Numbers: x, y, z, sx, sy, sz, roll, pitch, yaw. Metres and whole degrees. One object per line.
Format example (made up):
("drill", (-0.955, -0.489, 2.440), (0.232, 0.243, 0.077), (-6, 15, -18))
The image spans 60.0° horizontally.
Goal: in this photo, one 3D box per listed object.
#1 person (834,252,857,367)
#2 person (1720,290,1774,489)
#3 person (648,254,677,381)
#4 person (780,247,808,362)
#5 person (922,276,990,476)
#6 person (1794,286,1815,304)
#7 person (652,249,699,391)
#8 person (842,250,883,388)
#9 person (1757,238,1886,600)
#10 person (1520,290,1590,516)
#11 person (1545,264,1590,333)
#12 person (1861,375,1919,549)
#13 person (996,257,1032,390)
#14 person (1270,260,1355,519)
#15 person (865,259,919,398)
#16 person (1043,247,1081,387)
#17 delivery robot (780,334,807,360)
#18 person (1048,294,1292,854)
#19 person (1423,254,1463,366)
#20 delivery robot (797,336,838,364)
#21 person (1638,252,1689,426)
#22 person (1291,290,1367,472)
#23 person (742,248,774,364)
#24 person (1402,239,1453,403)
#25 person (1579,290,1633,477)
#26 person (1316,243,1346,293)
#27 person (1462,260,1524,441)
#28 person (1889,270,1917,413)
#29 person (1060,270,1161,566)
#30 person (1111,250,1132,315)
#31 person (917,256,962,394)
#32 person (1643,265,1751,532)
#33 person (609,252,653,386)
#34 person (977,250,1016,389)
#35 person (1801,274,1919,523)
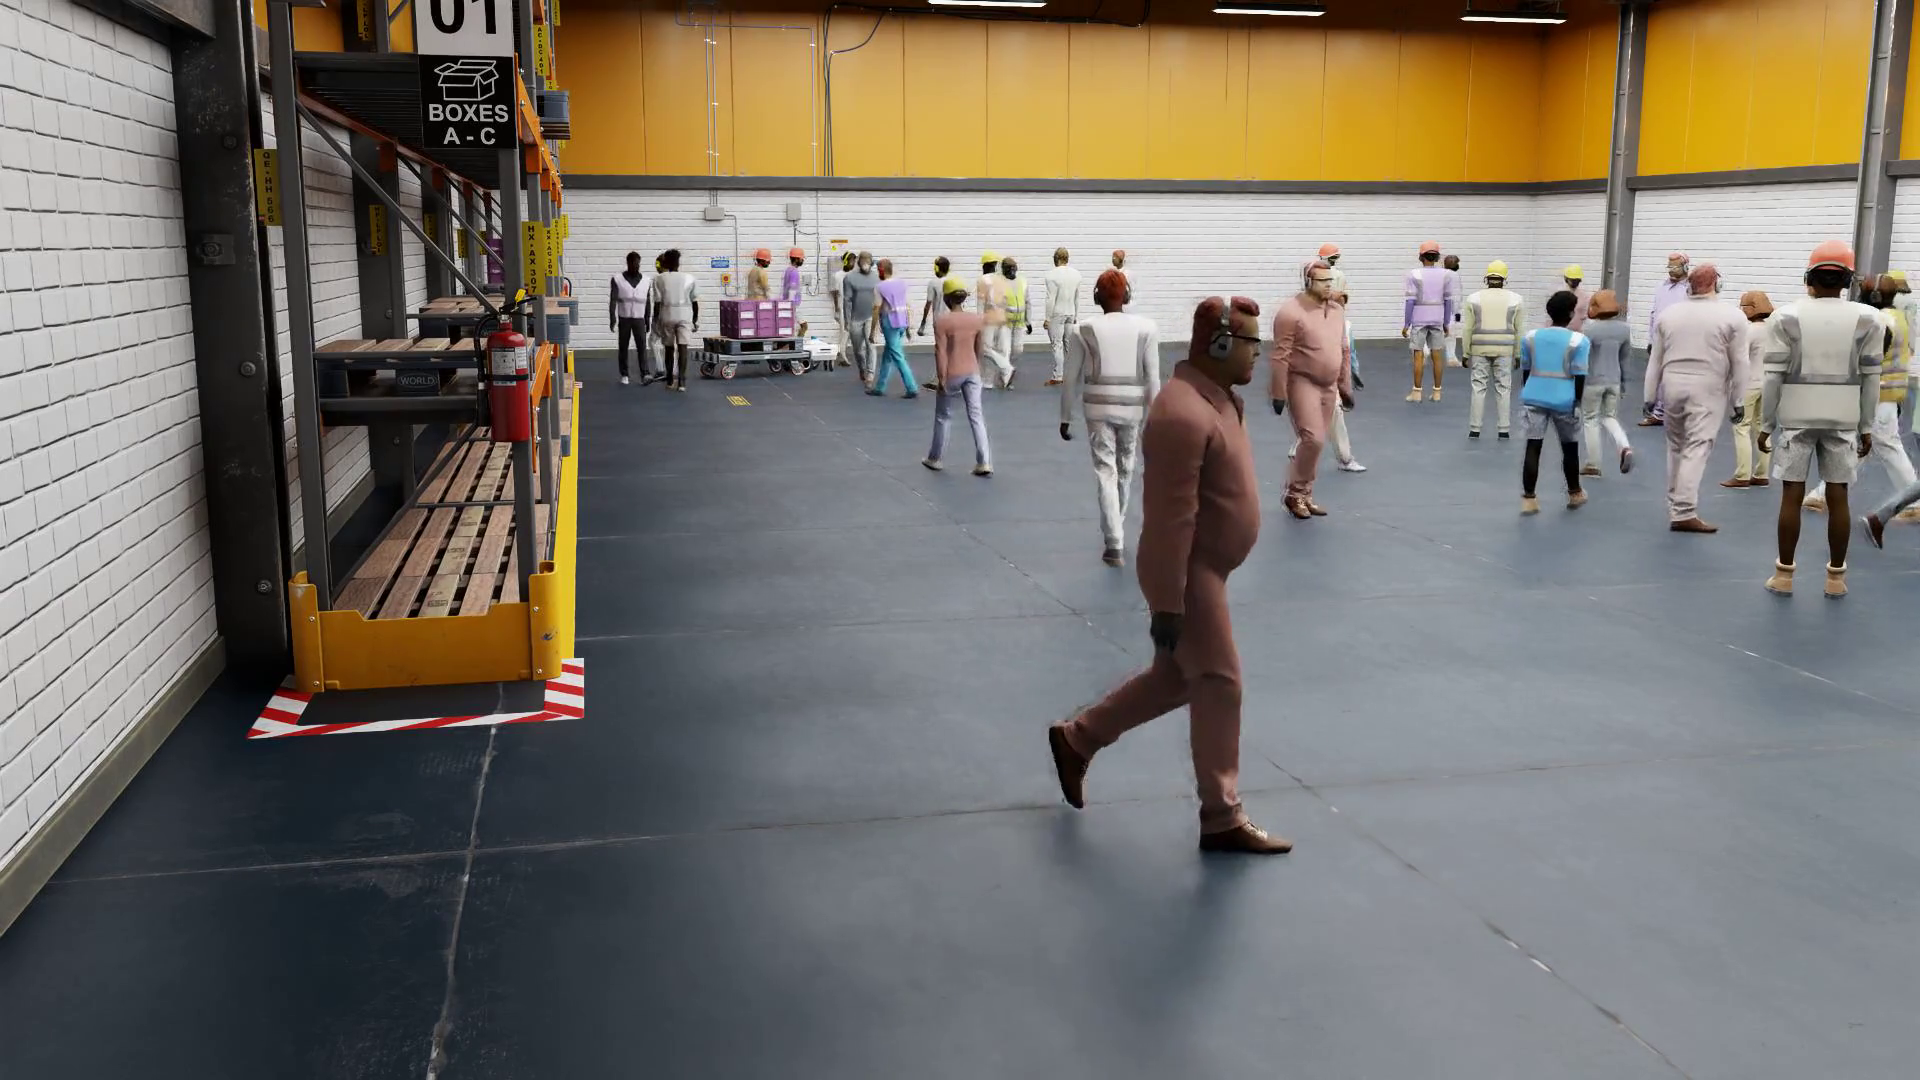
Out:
("person", (-1.834, -3.696, 26.708), (0.434, 1.847, 0.580), (7, 12, 33))
("person", (6.504, -1.227, 13.664), (0.507, 1.628, 0.279), (-6, 12, -29))
("person", (-4.320, -3.196, 23.982), (0.526, 1.836, 0.580), (6, 12, 31))
("person", (-2.745, -3.929, 27.804), (0.604, 1.913, 0.565), (-3, 11, -17))
("person", (-0.010, -1.427, 14.503), (0.531, 1.723, 0.896), (-6, 12, -30))
("person", (10.246, -2.361, 20.001), (0.515, 1.609, 0.814), (9, 14, 40))
("person", (-3.858, -2.985, 22.617), (0.613, 1.918, 0.987), (-1, 10, -8))
("person", (-1.316, -3.084, 23.166), (0.618, 1.910, 0.870), (0, 10, 1))
("person", (4.877, -0.681, 9.471), (0.609, 2.044, 0.394), (4, 11, 21))
("person", (4.459, -1.024, 12.440), (0.541, 1.659, 0.823), (8, 13, 37))
("person", (7.646, -2.592, 20.916), (0.532, 1.740, 0.429), (-2, 10, -11))
("person", (6.095, -0.651, 10.460), (0.545, 1.618, 0.518), (3, 11, 16))
("person", (0.612, -2.976, 22.843), (0.642, 1.816, 0.677), (-6, 12, -30))
("person", (2.622, -1.096, 12.211), (0.647, 1.889, 0.521), (-8, 13, -38))
("person", (-0.865, -2.724, 21.487), (0.876, 1.798, 0.578), (6, 12, 31))
("person", (1.409, -3.100, 23.163), (0.638, 1.938, 0.356), (-9, 13, -40))
("delivery robot", (-2.637, -2.986, 26.110), (0.707, 0.478, 0.477), (-8, 13, -39))
("person", (0.703, 0.107, 5.613), (0.822, 1.871, 0.684), (3, 11, 17))
("person", (7.773, -3.677, 26.716), (0.781, 1.816, 0.628), (-1, 10, -6))
("delivery robot", (-2.256, -2.929, 25.793), (0.707, 0.478, 0.477), (-5, 11, -24))
("person", (7.716, -2.152, 18.021), (0.406, 1.903, 0.639), (-6, 12, -28))
("person", (3.305, -1.430, 14.869), (0.845, 1.599, 0.513), (9, 14, 42))
("person", (-3.192, -3.840, 27.373), (0.924, 1.889, 0.544), (-5, 11, -25))
("person", (5.839, -2.734, 20.850), (0.614, 2.041, 0.393), (-1, 10, -8))
("person", (5.501, -1.319, 14.184), (0.498, 1.617, 0.479), (-3, 11, -16))
("person", (4.778, -2.855, 21.652), (0.381, 1.994, 0.620), (9, 14, 41))
("person", (5.414, -1.919, 16.916), (0.600, 1.830, 0.404), (3, 11, 15))
("person", (10.782, -2.275, 19.305), (0.820, 1.691, 0.508), (-7, 12, -33))
("person", (0.945, -0.804, 10.706), (0.613, 1.836, 0.959), (-1, 10, -7))
("person", (2.619, -3.971, 28.185), (0.677, 1.862, 0.613), (-3, 11, -15))
("person", (-0.206, -2.852, 22.142), (0.502, 1.822, 0.990), (-9, 14, -42))
("person", (5.219, -1.006, 11.812), (0.702, 1.864, 0.678), (-9, 14, -42))
("person", (-4.611, -3.088, 23.309), (0.644, 1.860, 1.025), (-5, 11, -25))
("person", (0.484, -2.988, 22.631), (0.684, 1.909, 0.606), (8, 13, 39))
("person", (6.671, -1.036, 12.144), (0.962, 1.800, 0.657), (8, 13, 36))
